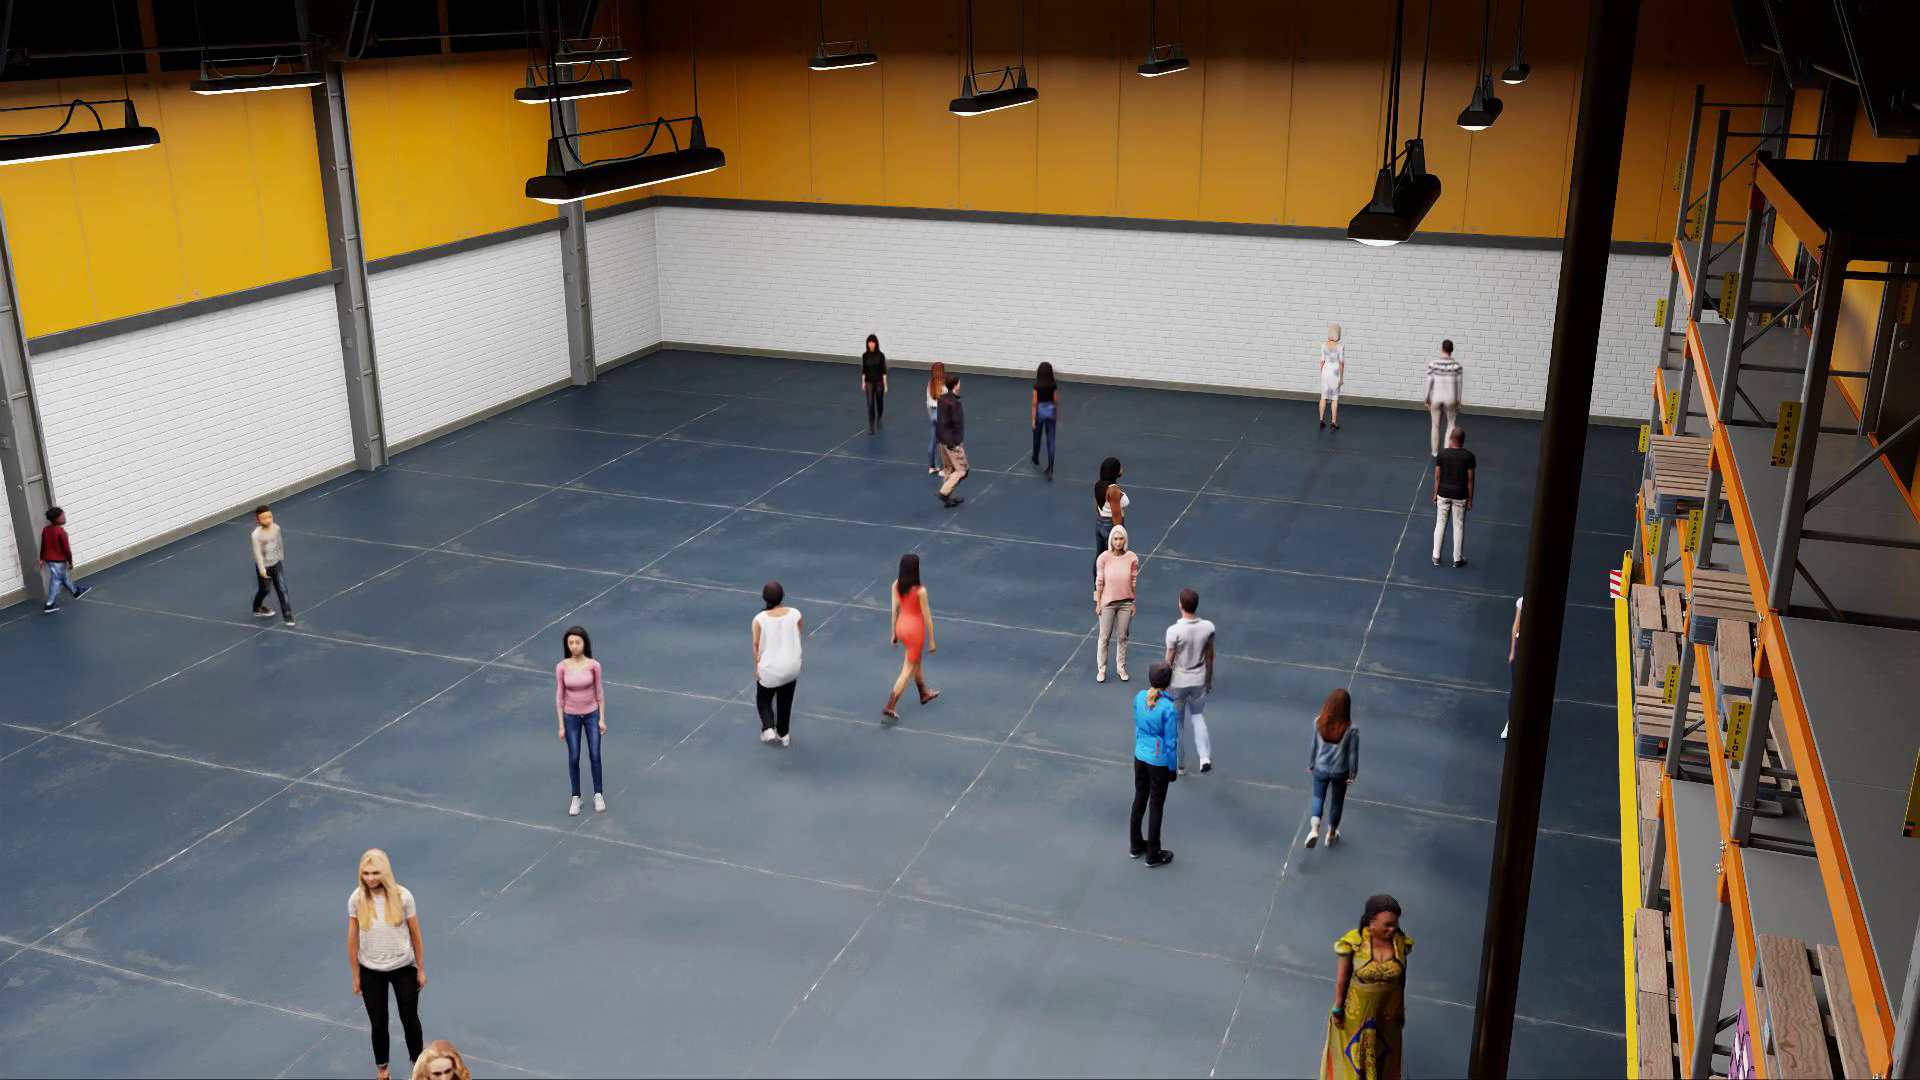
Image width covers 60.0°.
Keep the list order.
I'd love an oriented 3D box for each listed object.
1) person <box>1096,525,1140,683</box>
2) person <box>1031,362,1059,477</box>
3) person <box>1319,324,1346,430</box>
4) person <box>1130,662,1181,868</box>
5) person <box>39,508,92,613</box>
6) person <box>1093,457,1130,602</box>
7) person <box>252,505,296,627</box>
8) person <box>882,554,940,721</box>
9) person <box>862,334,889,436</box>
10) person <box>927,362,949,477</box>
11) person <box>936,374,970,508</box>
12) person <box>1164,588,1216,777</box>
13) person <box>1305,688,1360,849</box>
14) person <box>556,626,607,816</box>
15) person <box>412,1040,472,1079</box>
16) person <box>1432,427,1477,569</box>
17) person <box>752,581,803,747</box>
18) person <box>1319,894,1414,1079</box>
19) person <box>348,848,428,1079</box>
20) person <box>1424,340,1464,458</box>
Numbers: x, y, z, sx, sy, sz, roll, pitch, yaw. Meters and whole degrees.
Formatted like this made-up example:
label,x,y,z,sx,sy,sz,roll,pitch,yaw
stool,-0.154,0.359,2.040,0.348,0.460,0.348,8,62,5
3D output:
label,x,y,z,sx,sy,sz,roll,pitch,yaw
person,1.657,0.657,17.592,0.676,1.724,0.658,-1,19,-4
person,1.299,-1.766,24.853,1.030,1.682,1.251,-4,19,-12
person,6.155,-2.708,27.545,0.616,1.751,0.586,13,23,34
person,1.610,1.860,13.908,0.699,1.797,0.692,-15,23,-37
person,-10.700,0.252,19.582,0.599,1.222,0.882,7,20,20
person,1.761,-0.106,19.725,0.806,1.810,0.741,-8,20,-22
person,-7.991,0.285,19.161,0.792,1.430,0.890,12,22,31
person,-0.539,0.995,16.649,0.850,1.687,1.191,14,23,36
person,-1.390,-2.579,27.380,0.794,1.611,1.116,1,19,3
person,-0.317,-1.831,24.973,0.651,1.729,0.637,18,25,42
person,-0.194,-1.362,23.291,0.967,1.914,0.903,-14,23,-35
person,2.140,1.359,15.323,0.916,1.842,0.990,-6,20,-18
person,3.130,1.970,14.101,0.615,1.465,0.784,9,21,25
person,-3.363,1.586,14.806,0.647,1.743,0.668,-4,19,-11
person,-2.876,3.499,9.176,1.142,1.711,1.114,-12,22,-31
person,6.236,-0.547,21.044,0.664,1.805,0.614,8,20,24
person,-1.747,1.216,16.009,0.767,1.677,0.808,-6,20,-18
person,2.642,3.005,10.737,1.100,1.650,1.198,-2,19,-6
person,-3.762,2.839,10.956,0.695,1.824,0.705,-4,19,-11
person,7.502,-2.164,25.770,0.733,1.852,0.631,5,19,15
